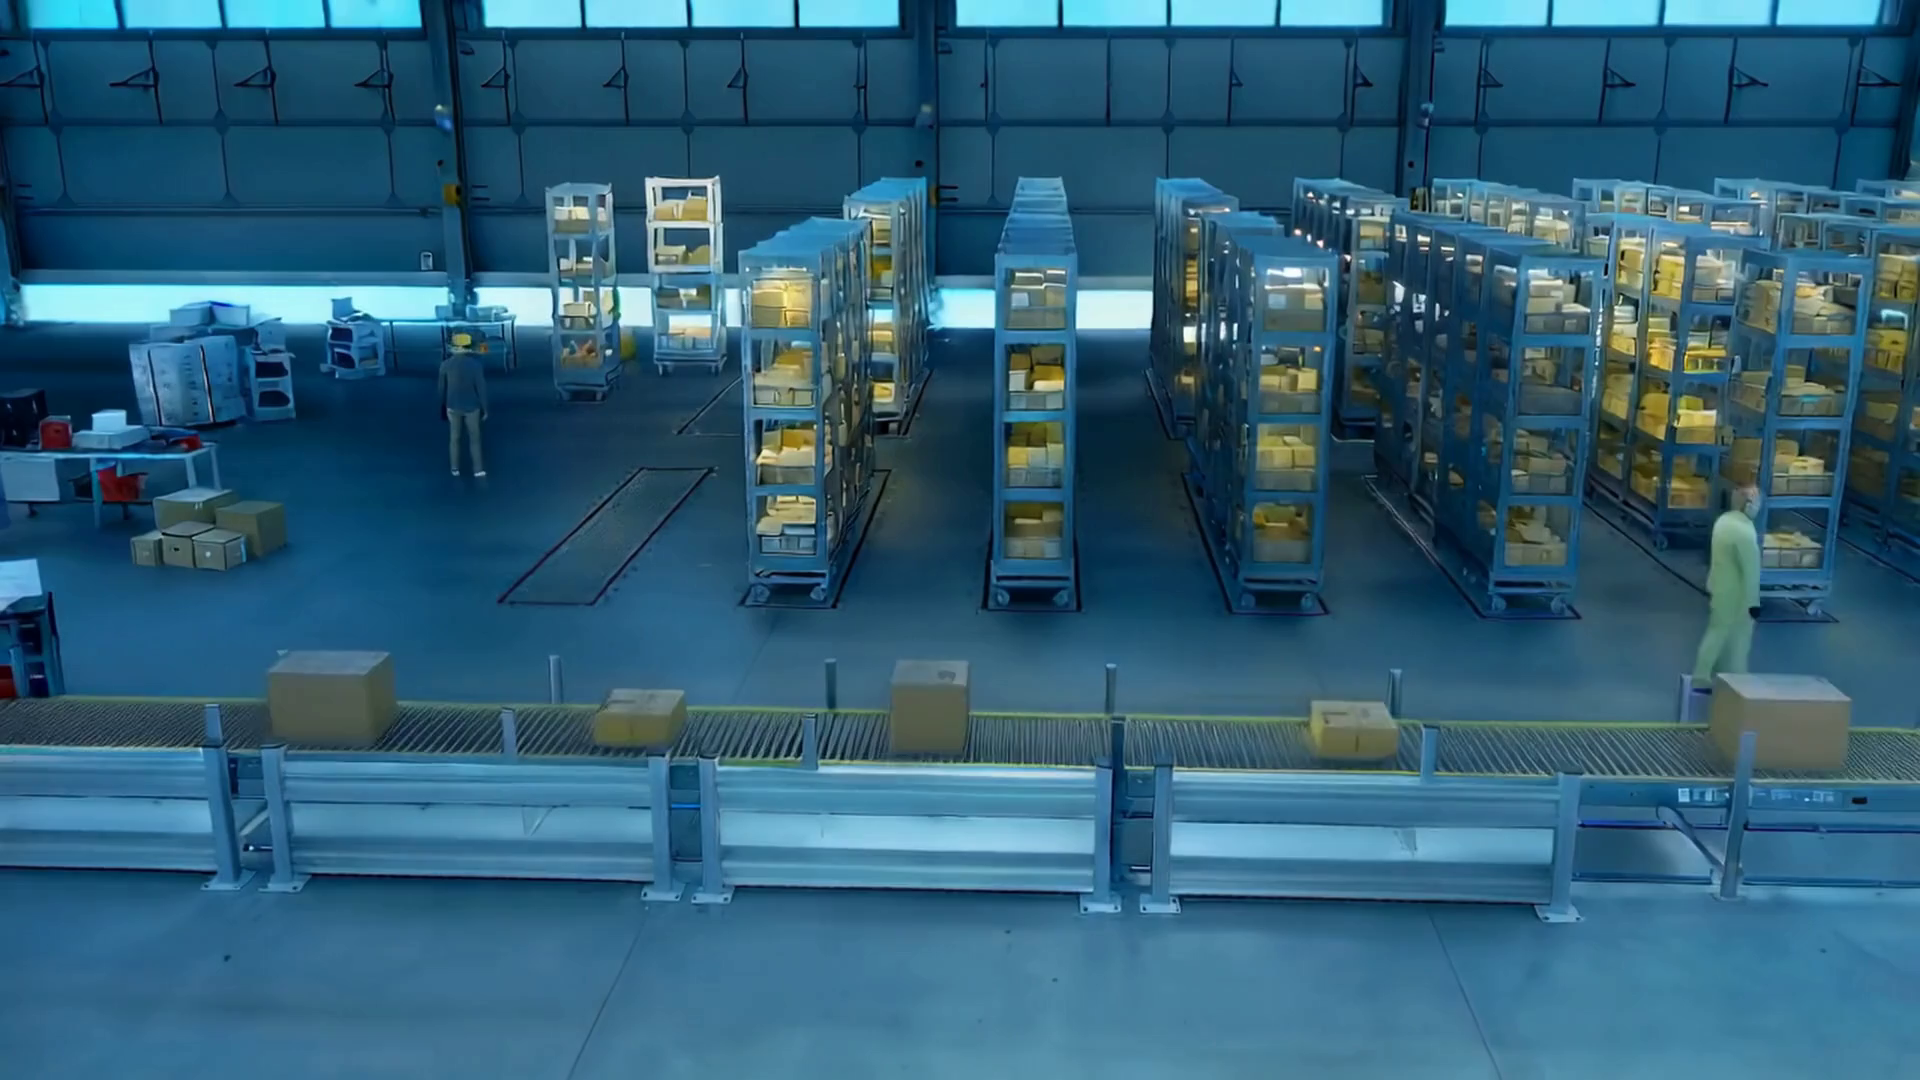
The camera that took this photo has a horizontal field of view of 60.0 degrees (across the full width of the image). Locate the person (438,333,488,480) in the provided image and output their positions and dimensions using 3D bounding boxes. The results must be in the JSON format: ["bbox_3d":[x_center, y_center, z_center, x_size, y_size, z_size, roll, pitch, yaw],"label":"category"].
[{"bbox_3d":[-6.699,-1.799,22.476,0.629,1.982,0.423,-3,15,-9],"label":"person"}]

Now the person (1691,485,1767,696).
[{"bbox_3d":[6.749,0.460,14.292,0.811,1.875,0.647,3,15,12],"label":"person"}]
